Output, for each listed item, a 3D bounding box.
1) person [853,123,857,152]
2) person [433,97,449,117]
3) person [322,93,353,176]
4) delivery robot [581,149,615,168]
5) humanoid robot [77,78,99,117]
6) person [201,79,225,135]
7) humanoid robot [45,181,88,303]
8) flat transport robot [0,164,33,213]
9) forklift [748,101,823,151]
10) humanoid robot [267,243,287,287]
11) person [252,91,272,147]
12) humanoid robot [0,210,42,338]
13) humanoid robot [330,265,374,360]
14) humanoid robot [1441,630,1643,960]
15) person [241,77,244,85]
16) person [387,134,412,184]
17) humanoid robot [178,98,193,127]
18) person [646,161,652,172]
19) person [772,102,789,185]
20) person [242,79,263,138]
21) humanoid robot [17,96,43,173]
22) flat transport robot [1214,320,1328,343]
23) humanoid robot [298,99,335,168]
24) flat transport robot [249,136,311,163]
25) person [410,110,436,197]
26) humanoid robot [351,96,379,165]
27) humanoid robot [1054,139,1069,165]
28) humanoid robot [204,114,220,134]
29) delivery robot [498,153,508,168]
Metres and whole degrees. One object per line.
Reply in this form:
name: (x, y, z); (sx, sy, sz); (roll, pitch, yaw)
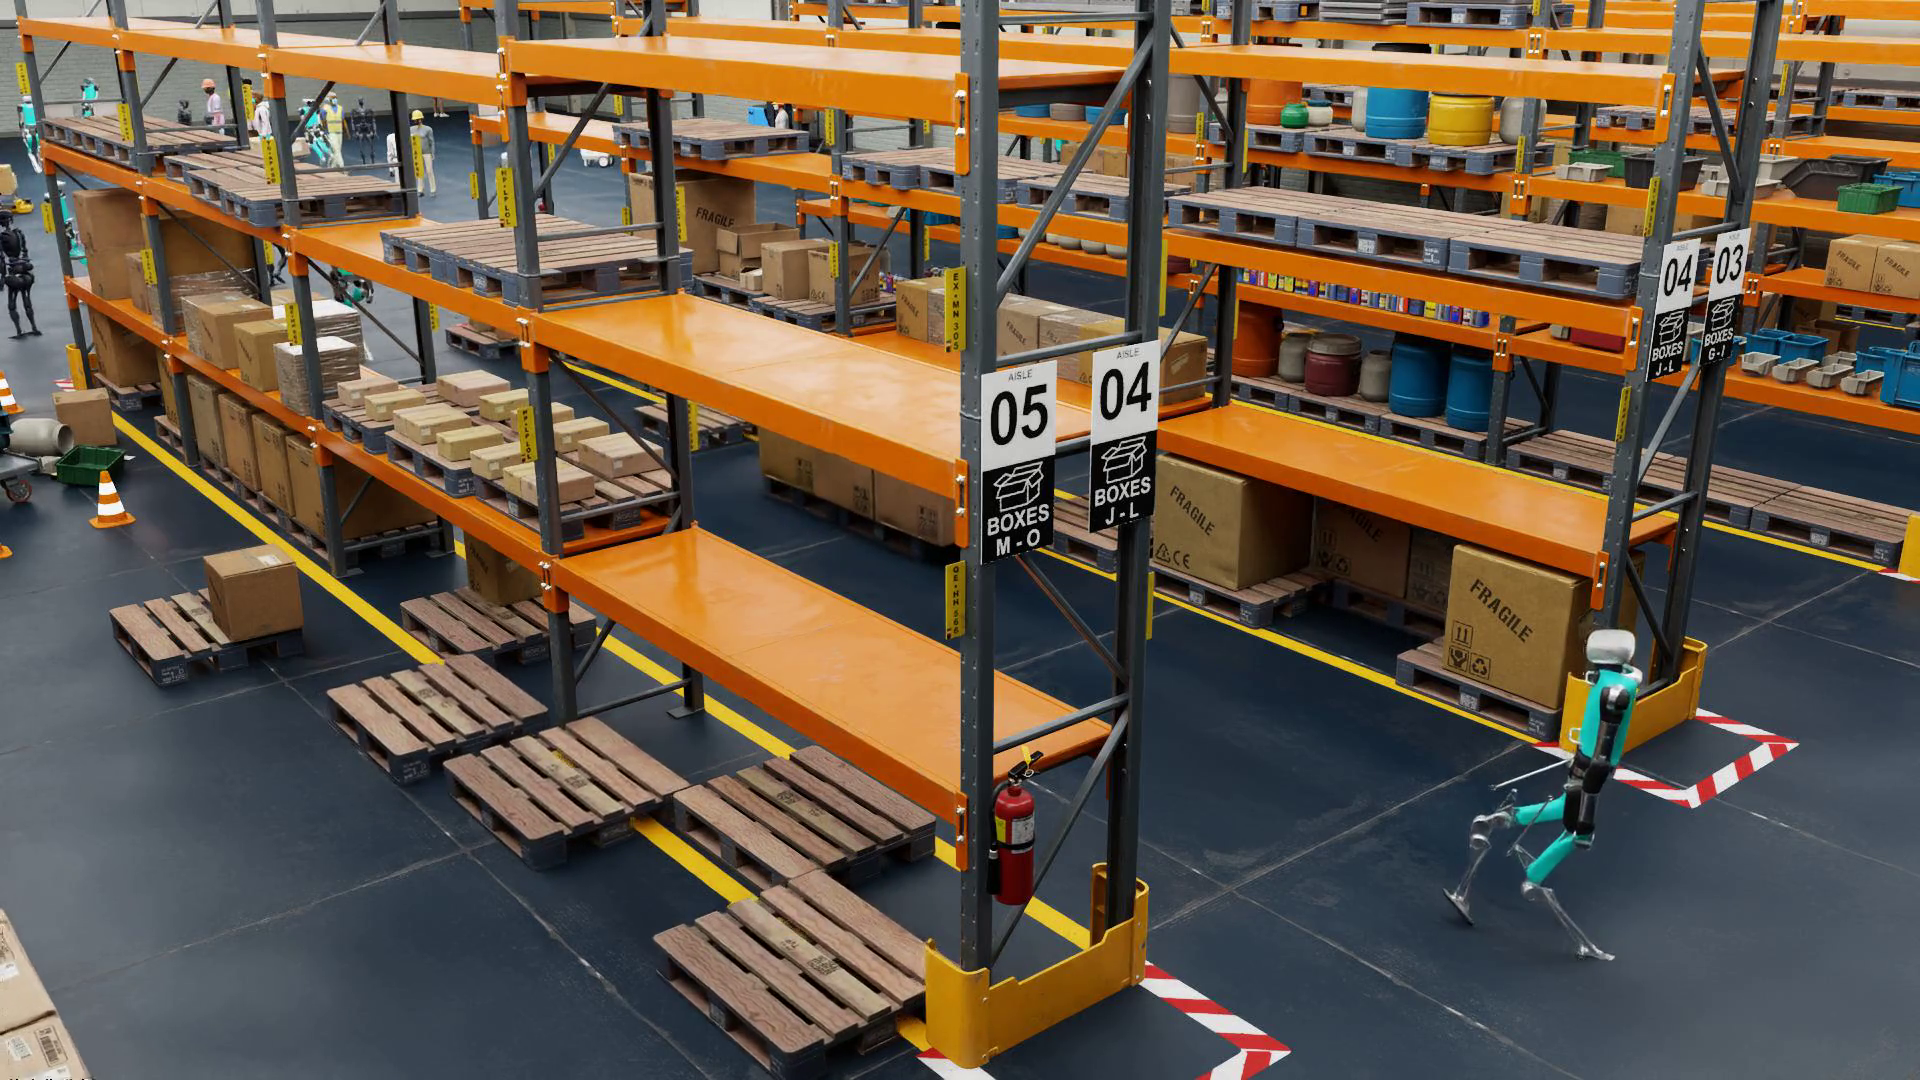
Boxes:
person: (-2.372, -8.342, 35.441); (0.569, 1.738, 0.661); (-17, 25, -39)
person: (-16.244, -14.099, 51.641); (0.513, 1.874, 0.385); (10, 22, 27)
person: (-14.131, -9.190, 37.716); (0.905, 1.845, 0.528); (12, 23, 32)
delivery robot: (-8.609, -9.144, 39.519); (0.759, 0.587, 0.505); (2, 20, 7)
humanoid robot: (-22.774, -11.096, 43.360); (0.556, 1.804, 0.800); (6, 20, 17)
person: (-17.638, -9.872, 39.386); (0.398, 2.035, 0.598); (-13, 23, -33)
humanoid robot: (-12.565, -4.228, 23.749); (0.674, 1.797, 0.530); (-4, 20, -10)
flat transport robot: (-18.864, -6.462, 32.327); (1.431, 0.231, 0.659); (-9, 21, -23)
forklift: (-4.526, -11.368, 42.374); (1.129, 2.768, 1.873); (-15, 24, -37)
humanoid robot: (-10.419, -4.639, 25.025); (0.603, 1.643, 0.396); (2, 20, 7)
person: (-15.680, -9.132, 37.444); (0.378, 1.917, 0.491); (-10, 22, -27)
humanoid robot: (-12.311, -3.480, 21.705); (0.318, 1.649, 0.612); (2, 19, 6)
humanoid robot: (-7.664, -3.084, 20.590); (1.024, 1.765, 0.577); (17, 25, 39)
humanoid robot: (2.812, 1.250, 8.240); (1.015, 1.781, 0.533); (7, 21, 20)
person: (-19.440, -11.753, 45.283); (0.793, 1.663, 0.546); (14, 24, 35)
person: (-10.536, -7.039, 31.534); (0.571, 1.884, 0.357); (-3, 20, -9)
humanoid robot: (-18.020, -9.436, 38.675); (0.447, 1.635, 0.587); (3, 20, 9)
person: (-5.168, -6.013, 28.516); (0.374, 1.958, 0.596); (3, 20, 7)
person: (-3.894, -8.721, 36.323); (0.380, 1.890, 0.563); (-3, 20, -7)
person: (-17.891, -10.714, 42.034); (0.783, 1.855, 0.395); (0, 19, -1)
humanoid robot: (-21.287, -9.251, 38.196); (0.546, 1.876, 0.818); (-13, 23, -33)
flat transport robot: (4.043, -2.683, 21.572); (0.659, 0.231, 1.431); (-14, 24, -34)
humanoid robot: (-14.279, -8.934, 37.146); (0.807, 1.760, 0.540); (10, 22, 27)
flat transport robot: (-15.722, -8.522, 38.190); (0.659, 0.231, 1.431); (7, 20, 18)
person: (-11.122, -7.981, 34.390); (0.532, 1.766, 0.326); (2, 19, 5)
humanoid robot: (-13.992, -9.579, 39.063); (0.600, 1.649, 0.347); (-7, 20, -19)
humanoid robot: (2.231, -7.495, 33.069); (0.836, 1.761, 0.552); (-9, 21, -24)
humanoid robot: (-15.649, -8.164, 35.147); (0.769, 1.644, 0.611); (-1, 19, -4)
delivery robot: (-10.382, -8.875, 38.788); (0.499, 0.611, 0.814); (7, 21, 20)
